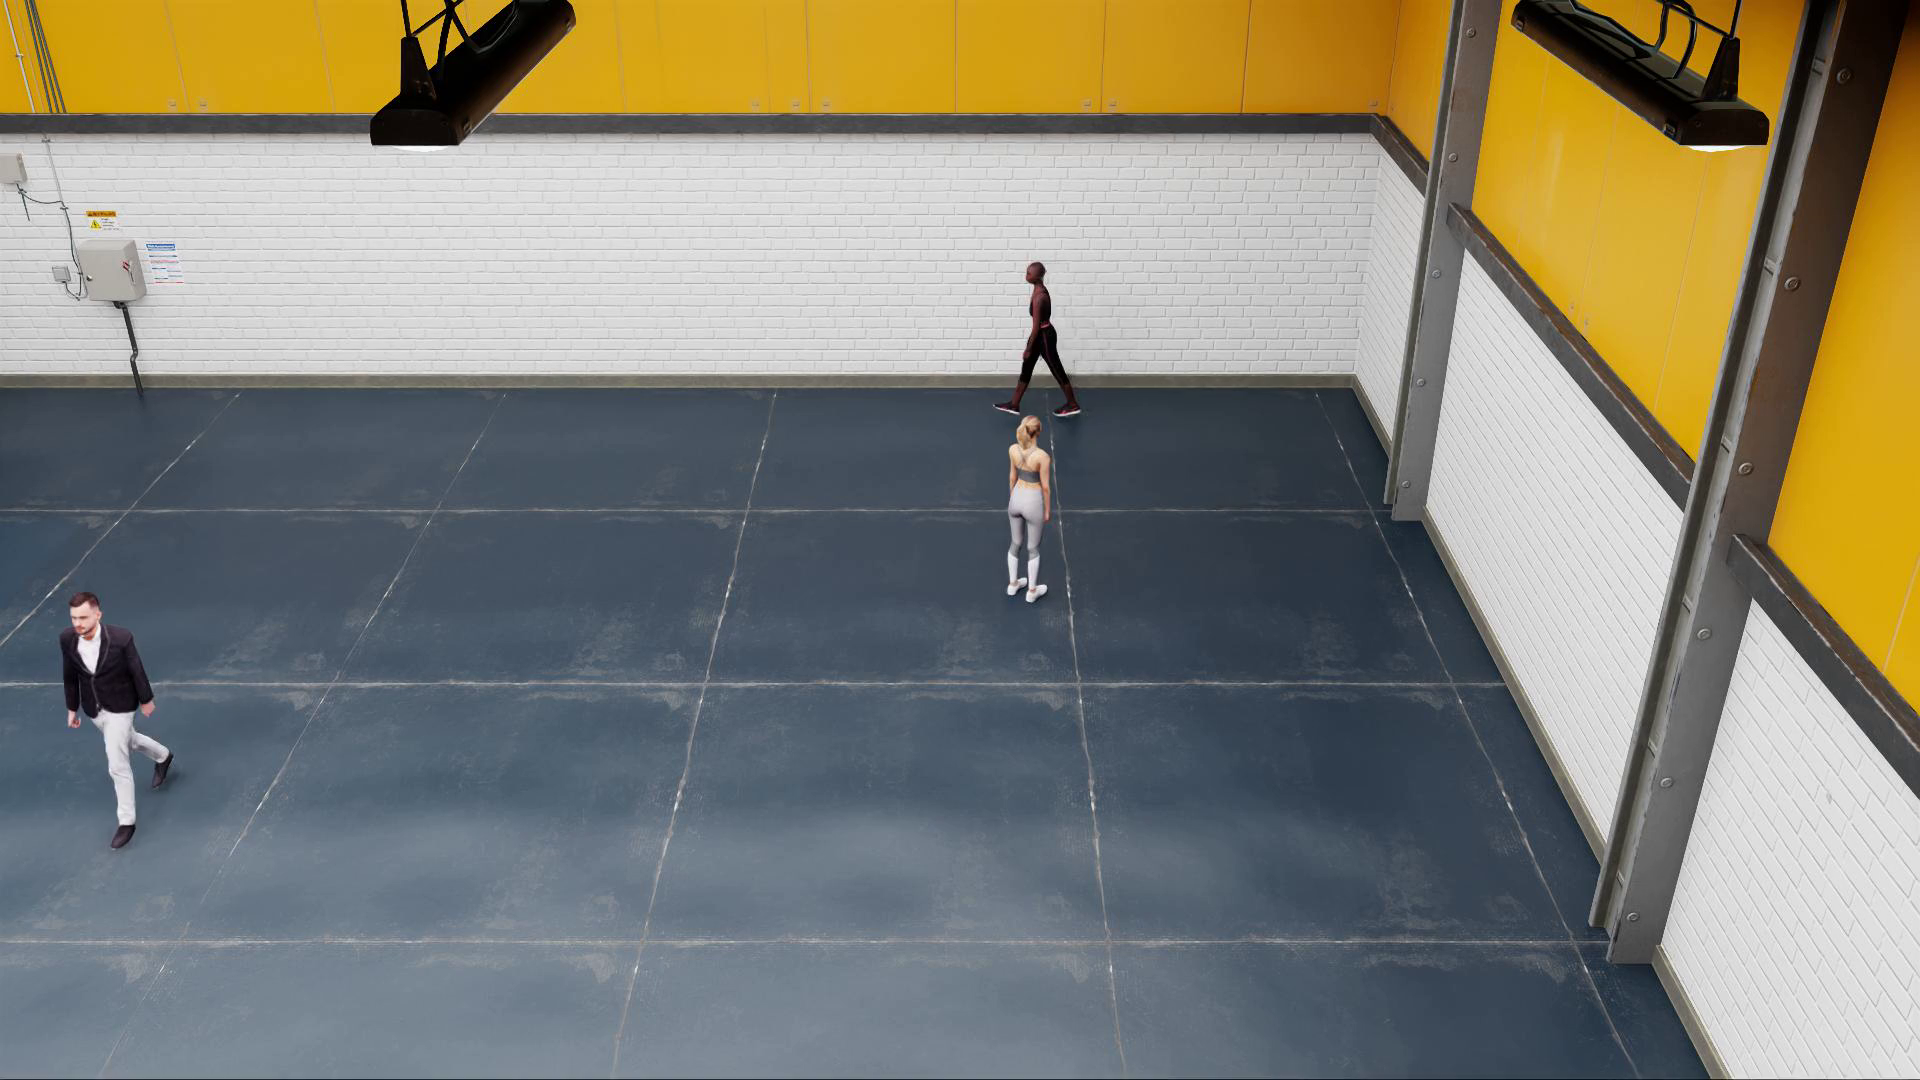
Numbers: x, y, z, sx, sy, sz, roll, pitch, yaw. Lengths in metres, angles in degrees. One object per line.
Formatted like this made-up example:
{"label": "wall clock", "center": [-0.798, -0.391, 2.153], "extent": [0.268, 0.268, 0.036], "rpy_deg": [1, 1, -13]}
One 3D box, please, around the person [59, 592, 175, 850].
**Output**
{"label": "person", "center": [-5.834, 1.119, 11.534], "extent": [0.742, 1.800, 1.236], "rpy_deg": [3, 29, 5]}

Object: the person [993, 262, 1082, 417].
{"label": "person", "center": [0.966, -2.058, 17.456], "extent": [0.678, 1.706, 1.104], "rpy_deg": [-2, 29, -3]}

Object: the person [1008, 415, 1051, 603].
{"label": "person", "center": [0.569, -0.279, 14.200], "extent": [0.631, 1.703, 0.660], "rpy_deg": [16, 32, 26]}
